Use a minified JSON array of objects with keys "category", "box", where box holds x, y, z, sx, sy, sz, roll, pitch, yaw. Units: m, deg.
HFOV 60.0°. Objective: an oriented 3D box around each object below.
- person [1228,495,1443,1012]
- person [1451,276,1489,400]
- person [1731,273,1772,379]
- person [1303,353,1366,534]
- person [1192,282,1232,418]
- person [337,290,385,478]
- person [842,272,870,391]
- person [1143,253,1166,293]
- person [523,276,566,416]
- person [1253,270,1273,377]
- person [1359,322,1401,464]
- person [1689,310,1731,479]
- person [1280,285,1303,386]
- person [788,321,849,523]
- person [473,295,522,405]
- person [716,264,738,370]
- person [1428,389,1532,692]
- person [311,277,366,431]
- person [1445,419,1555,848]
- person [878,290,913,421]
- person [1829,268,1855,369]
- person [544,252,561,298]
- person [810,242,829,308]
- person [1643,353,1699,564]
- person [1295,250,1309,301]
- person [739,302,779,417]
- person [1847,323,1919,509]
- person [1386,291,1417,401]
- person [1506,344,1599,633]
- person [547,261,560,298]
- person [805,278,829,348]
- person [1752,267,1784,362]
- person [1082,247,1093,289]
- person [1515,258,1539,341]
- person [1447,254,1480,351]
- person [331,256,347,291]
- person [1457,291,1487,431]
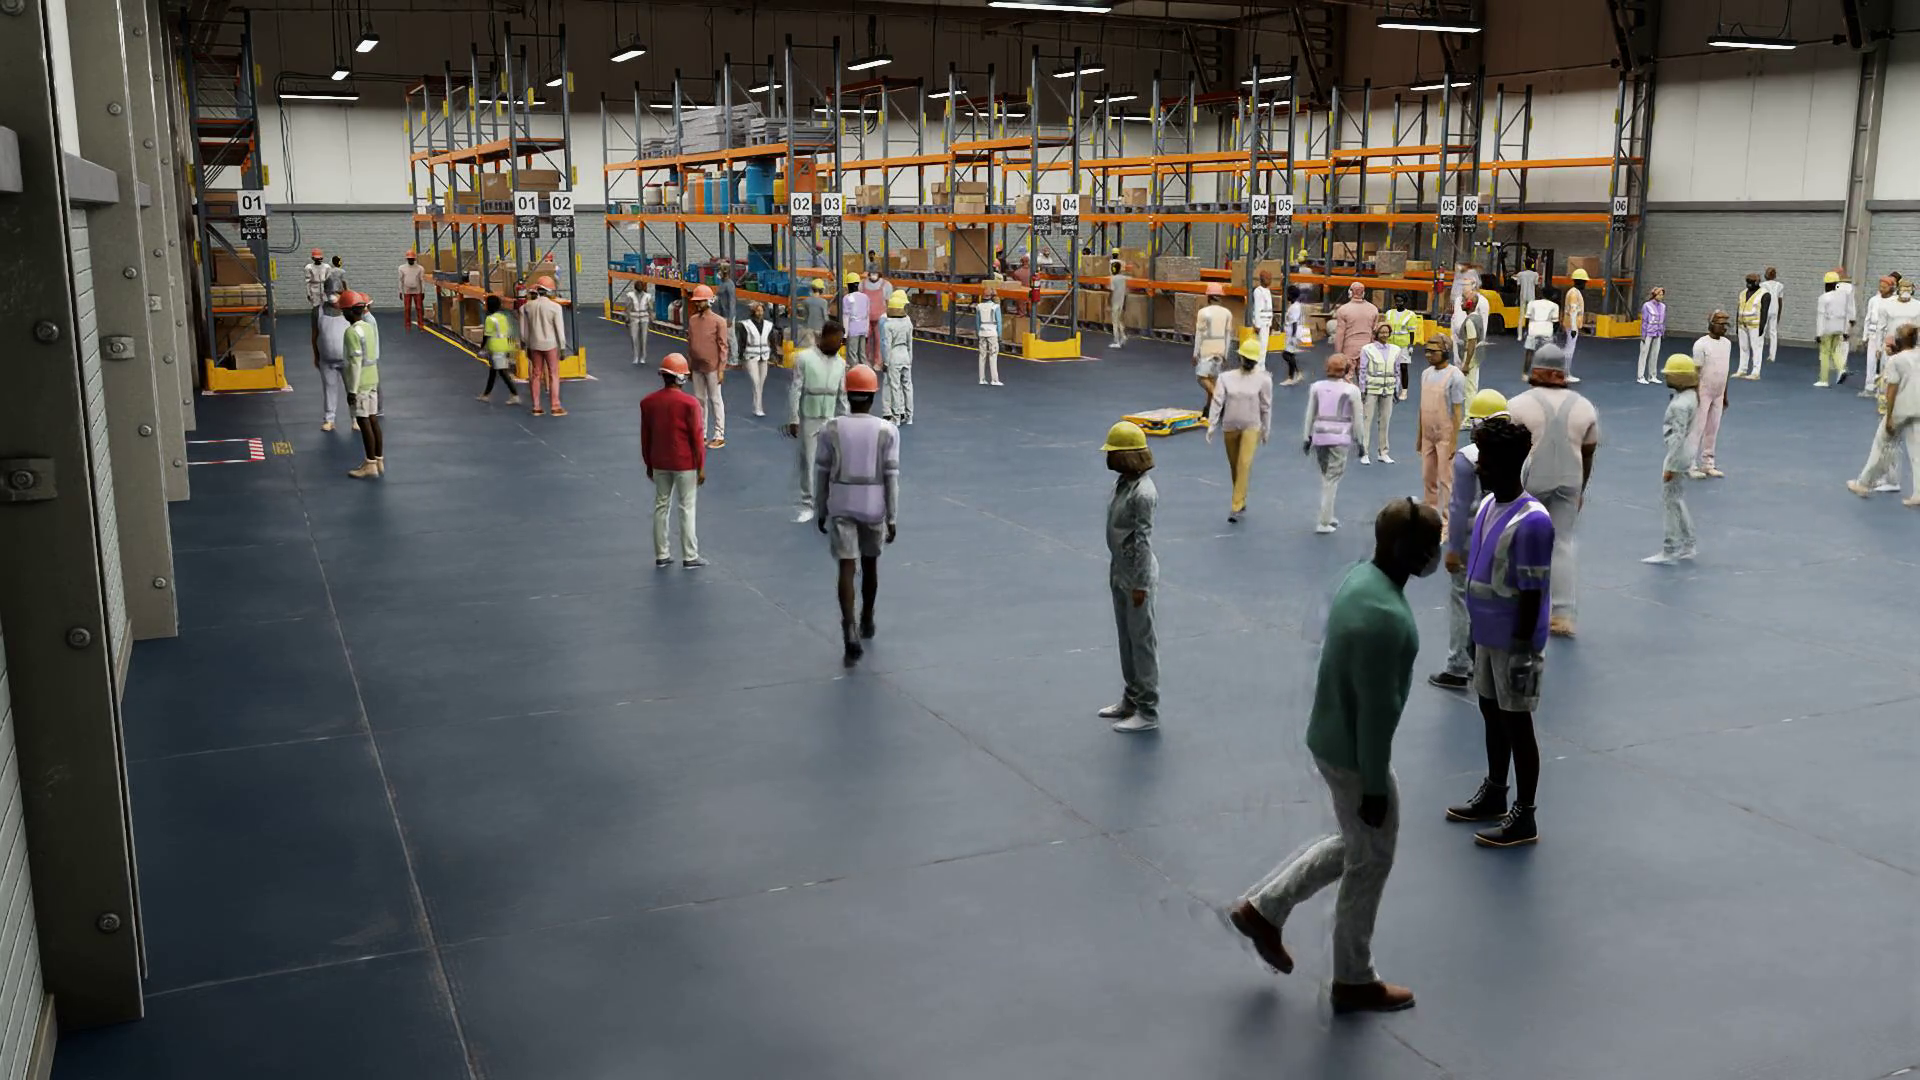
[{"category":"person","box":[1.377,0.771,5.980,0.615,1.909,0.637,2,11,9]},{"category":"person","box":[7.824,-3.116,25.705,0.407,1.910,0.638,-7,13,-33]},{"category":"person","box":[13.758,-3.716,28.952,0.429,1.837,0.625,-5,12,-23]},{"category":"person","box":[3.417,-0.877,15.042,0.540,1.611,0.658,11,15,43]},{"category":"person","box":[3.532,-2.619,23.139,0.559,1.922,0.694,-6,13,-28]},{"category":"person","box":[-6.559,-1.696,18.153,0.394,2.040,0.610,0,11,1]},{"category":"person","box":[-1.703,-3.369,26.978,0.396,1.919,0.581,8,14,37]},{"category":"person","box":[5.284,-6.871,45.041,0.643,1.821,0.846,-2,11,-8]},{"category":"person","box":[-5.894,-2.751,23.662,0.628,1.985,0.408,3,12,15]},{"category":"person","box":[5.367,-3.817,29.351,0.383,1.882,0.581,6,13,28]},{"category":"person","box":[4.823,-1.692,19.151,0.514,1.641,0.308,-3,11,-14]},{"category":"person","box":[8.151,-1.578,18.082,0.502,1.838,0.343,-5,12,-26]},{"category":"person","box":[5.496,-3.376,27.578,0.362,1.684,0.558,1,11,7]},{"category":"person","box":[-1.349,-1.117,15.645,0.690,1.877,0.376,-10,15,-42]},{"category":"person","box":[-6.974,-2.846,24.986,0.863,1.647,0.538,2,11,10]},{"category":"person","box":[-4.280,-4.089,30.574,0.374,1.939,0.629,-4,12,-21]},{"category":"person","box":[3.156,0.003,10.068,0.601,1.829,0.403,-7,13,-31]},{"category":"person","box":[-8.236,-2.461,22.038,0.684,2.000,0.535,-1,11,-7]},{"category":"person","box":[2.487,0.421,7.623,0.385,1.957,0.602,-1,11,-6]},{"category":"person","box":[-0.871,-2.533,22.972,0.404,1.826,0.594,9,14,38]},{"category":"person","box":[16.280,-4.080,30.729,0.703,1.869,0.367,-6,12,-27]},{"category":"person","box":[-10.074,-6.107,40.857,0.543,1.928,0.373,-2,11,-11]},{"category":"person","box":[-4.088,-7.817,49.333,0.622,2.007,0.735,9,14,37]},{"category":"person","box":[5.872,-0.660,13.655,0.333,1.743,0.510,6,13,27]},{"category":"person","box":[9.793,-7.397,47.696,0.405,1.824,0.585,-1,11,-5]},{"category":"person","box":[-2.801,-2.536,23.478,0.547,1.609,0.701,-7,13,-33]},{"category":"person","box":[9.309,-1.237,16.464,0.514,1.787,0.973,-2,11,-8]},{"category":"person","box":[6.761,-2.986,25.609,0.540,1.690,0.318,11,15,43]},{"category":"person","box":[4.087,-0.410,11.613,0.698,2.000,1.058,0,11,-1]},{"category":"person","box":[-9.683,-5.716,39.335,0.487,1.746,0.289,4,12,21]},{"category":"person","box":[-2.438,-3.636,28.755,0.548,1.754,0.495,6,13,30]},{"category":"person","box":[15.691,-4.373,32.289,0.502,1.838,0.342,1,11,4]},{"category":"person","box":[3.616,-7.268,46.819,0.387,1.910,0.585,-4,12,-21]},{"category":"person","box":[12.806,-5.429,37.554,0.519,1.873,0.328,7,13,31]},{"category":"person","box":[10.440,-4.968,34.781,0.787,2.000,0.705,-4,12,-17]},{"category":"person","box":[-14.852,-5.857,39.761,0.506,1.860,0.315,3,12,15]},{"category":"person","box":[6.758,-2.361,22.022,0.396,1.847,0.564,5,12,23]}]
